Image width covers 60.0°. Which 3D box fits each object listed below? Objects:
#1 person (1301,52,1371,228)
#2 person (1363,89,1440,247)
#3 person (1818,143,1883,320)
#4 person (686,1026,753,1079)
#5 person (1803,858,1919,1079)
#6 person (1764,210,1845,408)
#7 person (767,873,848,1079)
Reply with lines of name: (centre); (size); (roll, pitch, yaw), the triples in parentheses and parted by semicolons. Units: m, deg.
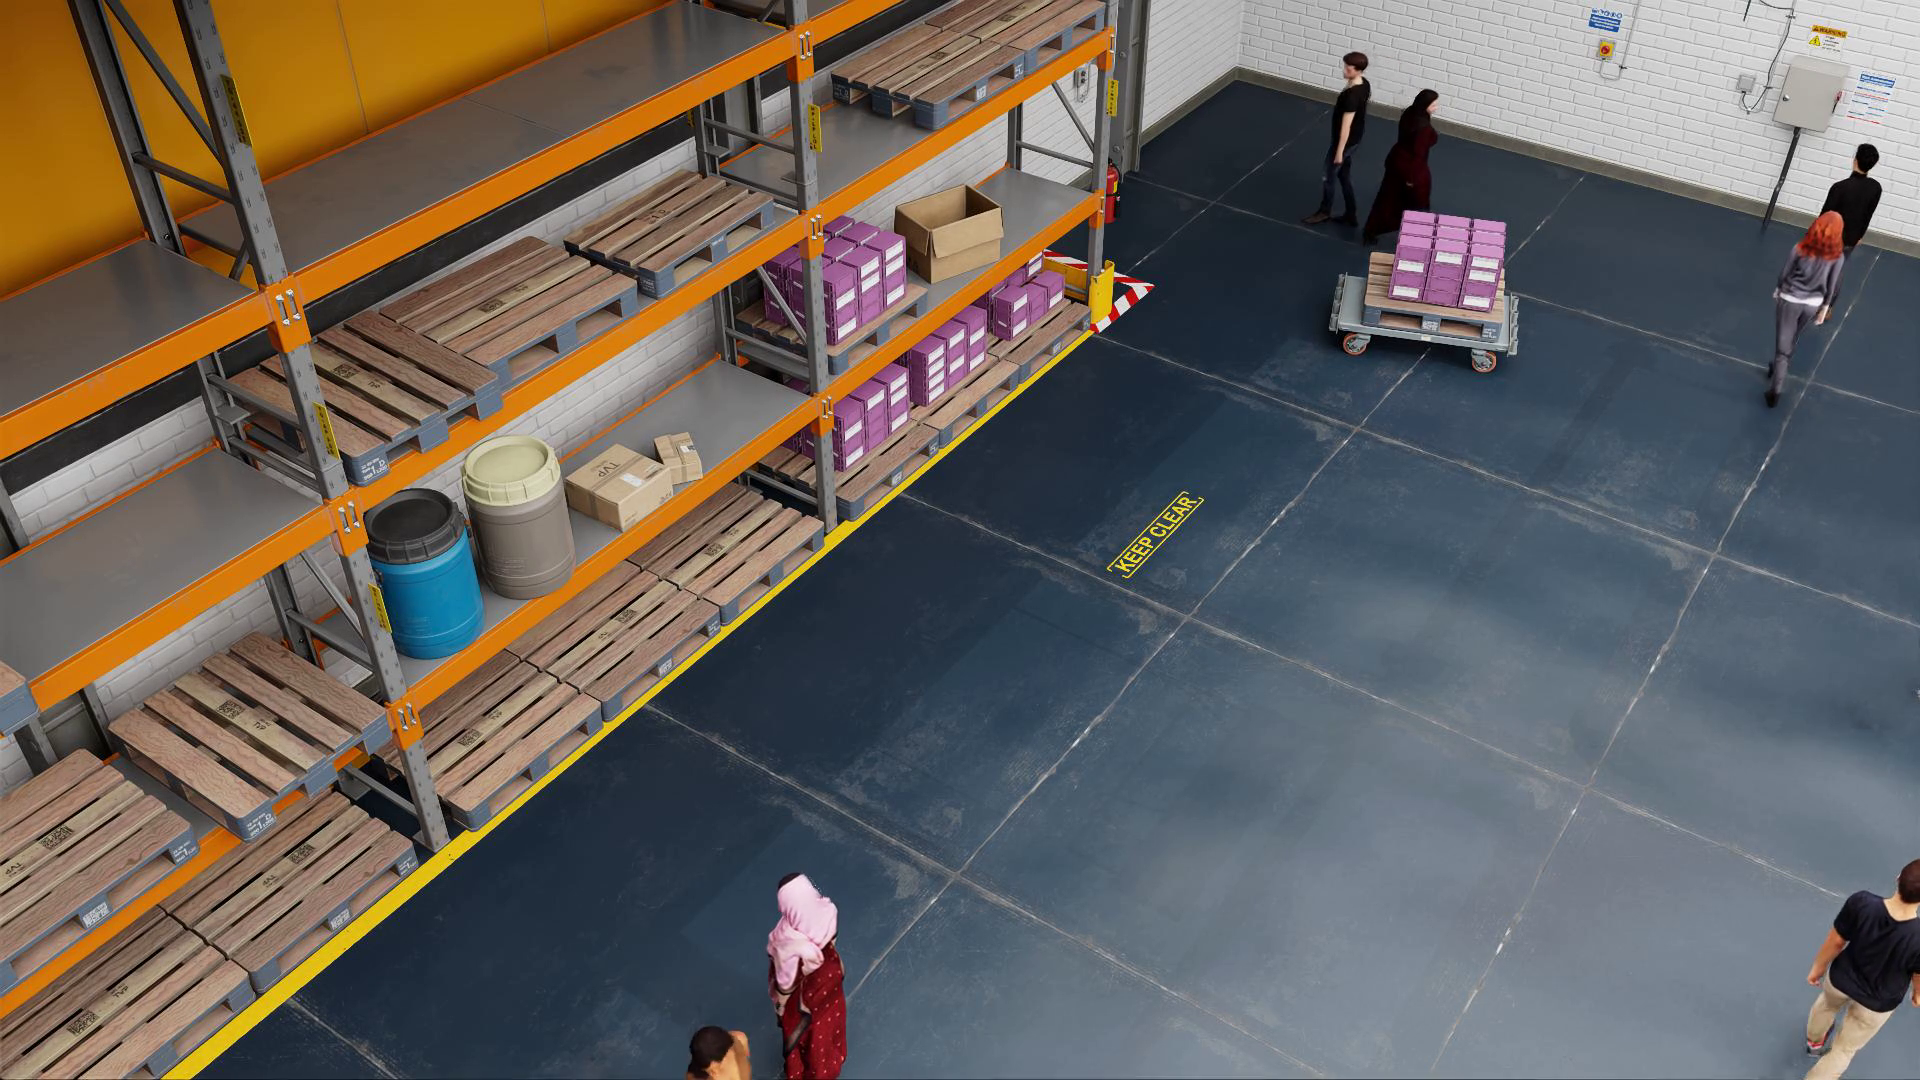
person: (3.882, -3.960, 16.548); (0.928, 1.871, 0.829); (20, 43, 23)
person: (4.269, -3.583, 16.217); (1.171, 1.695, 1.069); (-12, 40, -15)
person: (8.043, -2.803, 15.217); (0.732, 1.725, 0.774); (-4, 39, -5)
person: (-1.154, 2.815, 8.237); (0.851, 1.656, 0.549); (8, 39, 10)
person: (4.654, 2.380, 8.643); (1.009, 1.829, 0.803); (-27, 46, -29)
person: (7.099, -1.908, 14.077); (0.773, 1.749, 0.981); (9, 39, 11)
person: (-0.807, 2.340, 8.847); (0.708, 1.637, 0.523); (25, 45, 27)
